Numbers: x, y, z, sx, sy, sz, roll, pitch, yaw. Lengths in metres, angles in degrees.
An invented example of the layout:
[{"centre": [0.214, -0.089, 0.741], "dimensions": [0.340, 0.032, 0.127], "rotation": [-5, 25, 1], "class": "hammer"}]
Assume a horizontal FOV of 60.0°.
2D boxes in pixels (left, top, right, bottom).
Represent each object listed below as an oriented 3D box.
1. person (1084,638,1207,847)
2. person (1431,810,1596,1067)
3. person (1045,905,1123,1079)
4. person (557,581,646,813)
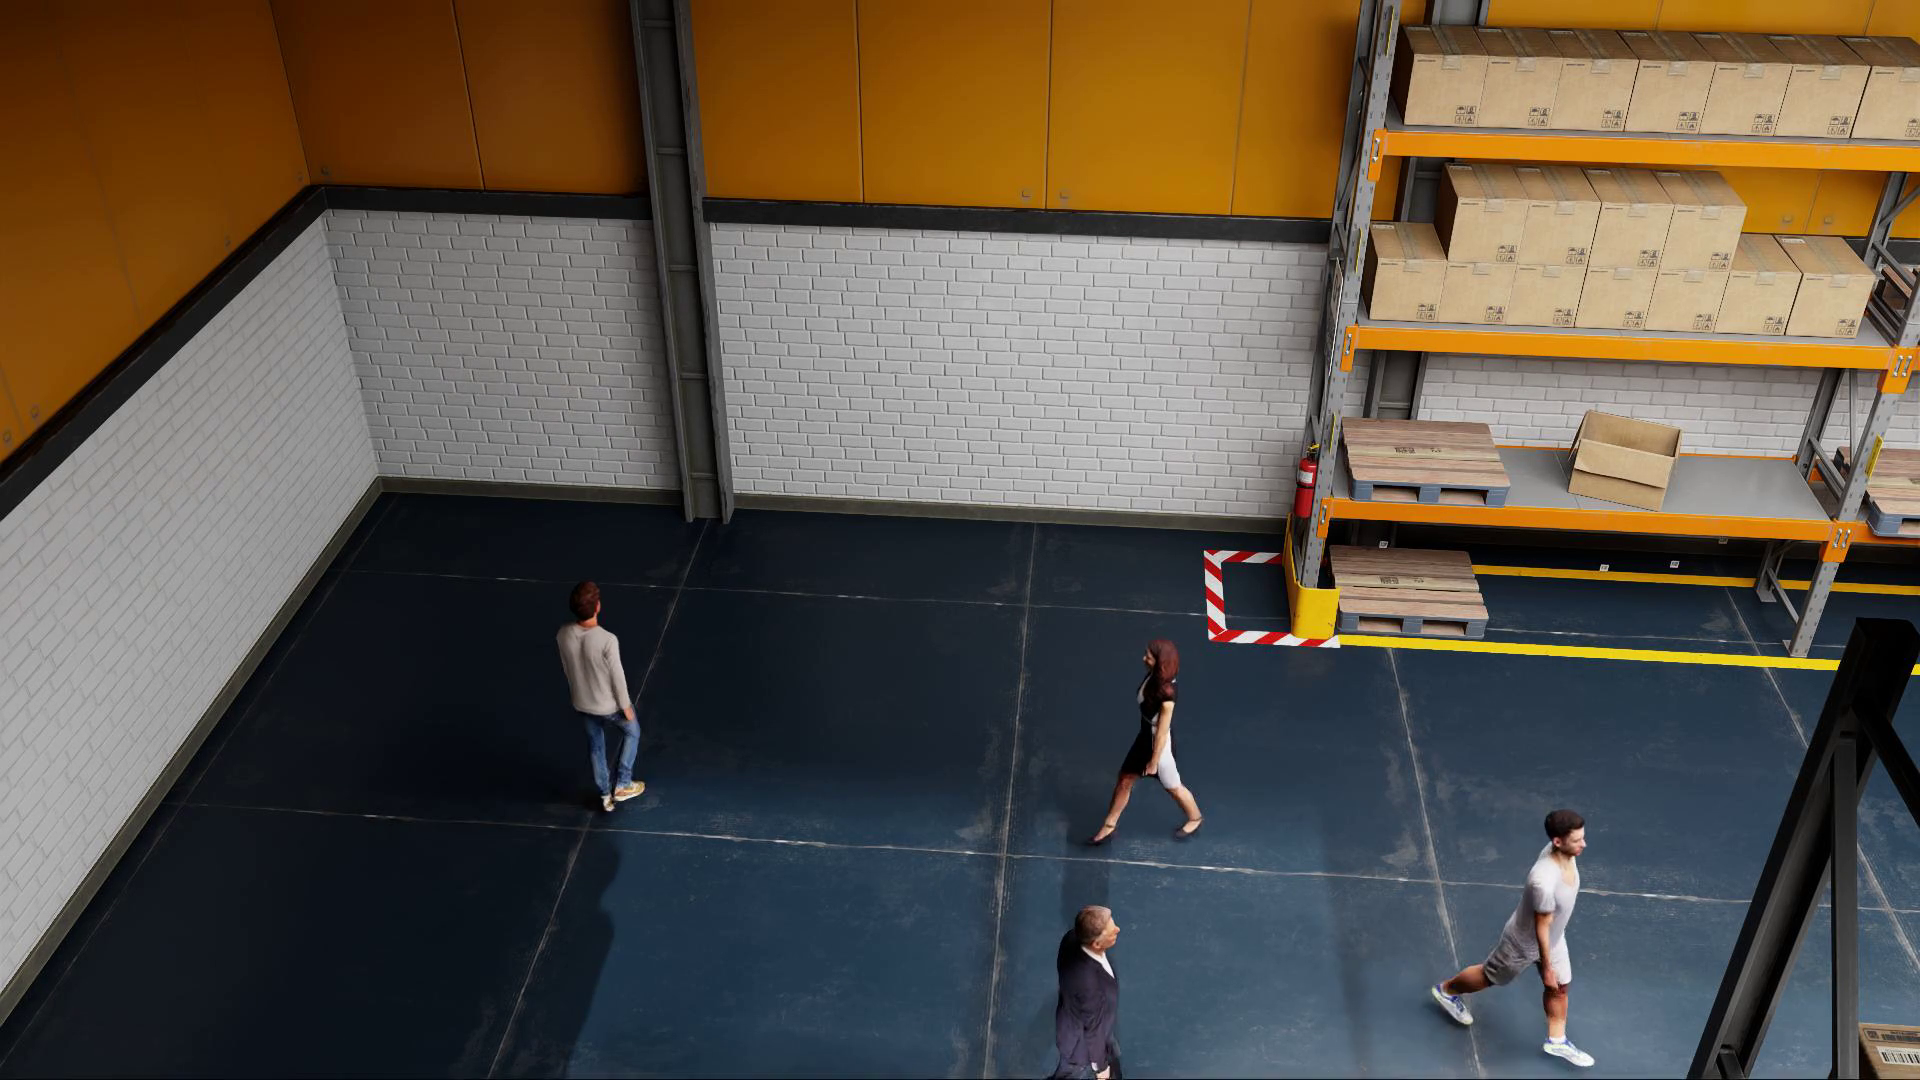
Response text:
[{"centre": [1.414, 1.422, 11.277], "dimensions": [1.154, 1.748, 0.786], "rotation": [-5, 34, -7], "class": "person"}, {"centre": [3.311, 2.309, 9.882], "dimensions": [1.342, 1.814, 1.157], "rotation": [24, 41, 32], "class": "person"}, {"centre": [0.600, 2.724, 9.280], "dimensions": [1.192, 1.789, 0.821], "rotation": [-2, 34, -2], "class": "person"}, {"centre": [-2.535, 1.161, 11.536], "dimensions": [0.639, 1.895, 0.799], "rotation": [11, 35, 15], "class": "person"}]
